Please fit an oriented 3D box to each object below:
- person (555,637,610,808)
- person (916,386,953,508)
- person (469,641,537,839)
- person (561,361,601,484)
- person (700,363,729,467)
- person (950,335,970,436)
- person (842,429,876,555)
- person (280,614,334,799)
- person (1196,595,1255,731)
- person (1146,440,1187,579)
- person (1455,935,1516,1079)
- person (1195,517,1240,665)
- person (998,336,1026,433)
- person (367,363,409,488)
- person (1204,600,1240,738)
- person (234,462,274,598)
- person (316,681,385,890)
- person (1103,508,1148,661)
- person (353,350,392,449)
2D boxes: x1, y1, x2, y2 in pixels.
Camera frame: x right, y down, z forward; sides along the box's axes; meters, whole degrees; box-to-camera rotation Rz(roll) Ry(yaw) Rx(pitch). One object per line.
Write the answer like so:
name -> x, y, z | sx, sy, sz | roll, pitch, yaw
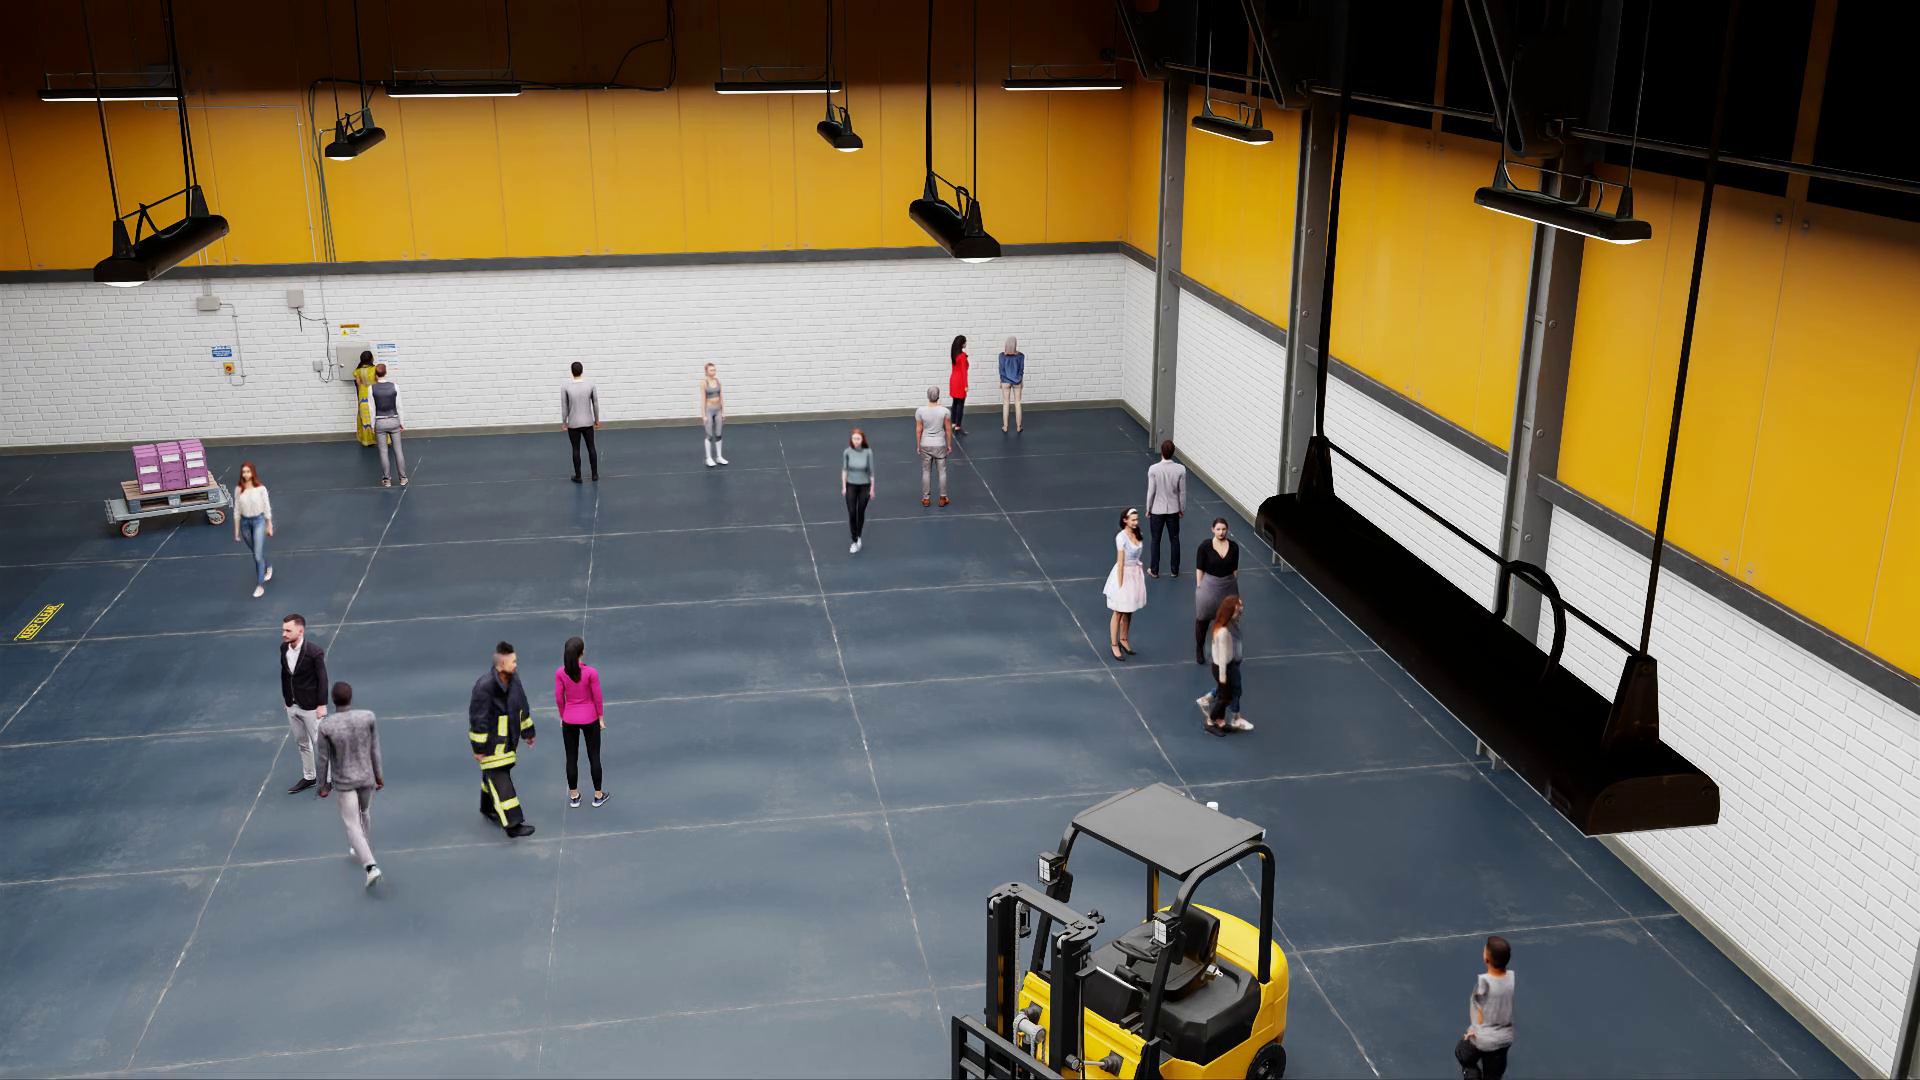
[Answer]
person -> -3.612, 1.720, 15.808 | 0.627, 1.698, 0.612 | 0, 19, 1
person -> -0.392, -1.404, 24.873 | 0.736, 1.832, 0.636 | 1, 19, 2
person -> -4.317, 1.802, 15.371 | 1.143, 1.822, 1.140 | 10, 21, 28
person -> -5.948, -1.852, 26.064 | 0.806, 1.922, 0.715 | -8, 20, -23
person -> -4.026, -2.055, 27.009 | 0.646, 1.703, 0.672 | -15, 23, -37
person -> -0.028, -2.697, 28.848 | 0.753, 1.747, 0.641 | -10, 21, -27
person -> -1.398, -0.715, 22.996 | 0.698, 1.724, 0.896 | 0, 19, -1
person -> -6.300, 1.570, 16.025 | 0.746, 1.844, 0.750 | 7, 20, 21
person -> 2.784, 1.278, 17.492 | 0.881, 1.462, 0.904 | 6, 20, 18
person -> 2.701, -0.412, 21.899 | 0.697, 1.851, 0.579 | -2, 19, -5
person -> 3.657, 3.355, 11.348 | 0.568, 1.445, 0.578 | -3, 19, -8
person -> 2.941, 0.573, 19.117 | 0.665, 1.760, 0.614 | -2, 19, -6
person -> 0.902, -2.732, 29.029 | 0.648, 1.696, 0.616 | 0, 19, 0
person -> -8.930, -1.809, 25.911 | 0.709, 1.938, 0.630 | -8, 20, -21
person -> 2.684, 1.337, 17.290 | 0.734, 1.479, 0.628 | 3, 19, 8
person -> -9.098, -0.186, 21.478 | 0.674, 1.692, 1.160 | -1, 19, -3
person -> -5.232, 2.132, 14.413 | 1.048, 1.809, 1.269 | -15, 24, -37
person -> 1.934, 0.495, 19.264 | 0.913, 1.815, 0.858 | 15, 24, 38
person -> -9.921, -2.385, 28.057 | 0.932, 1.660, 0.879 | 1, 19, 4
